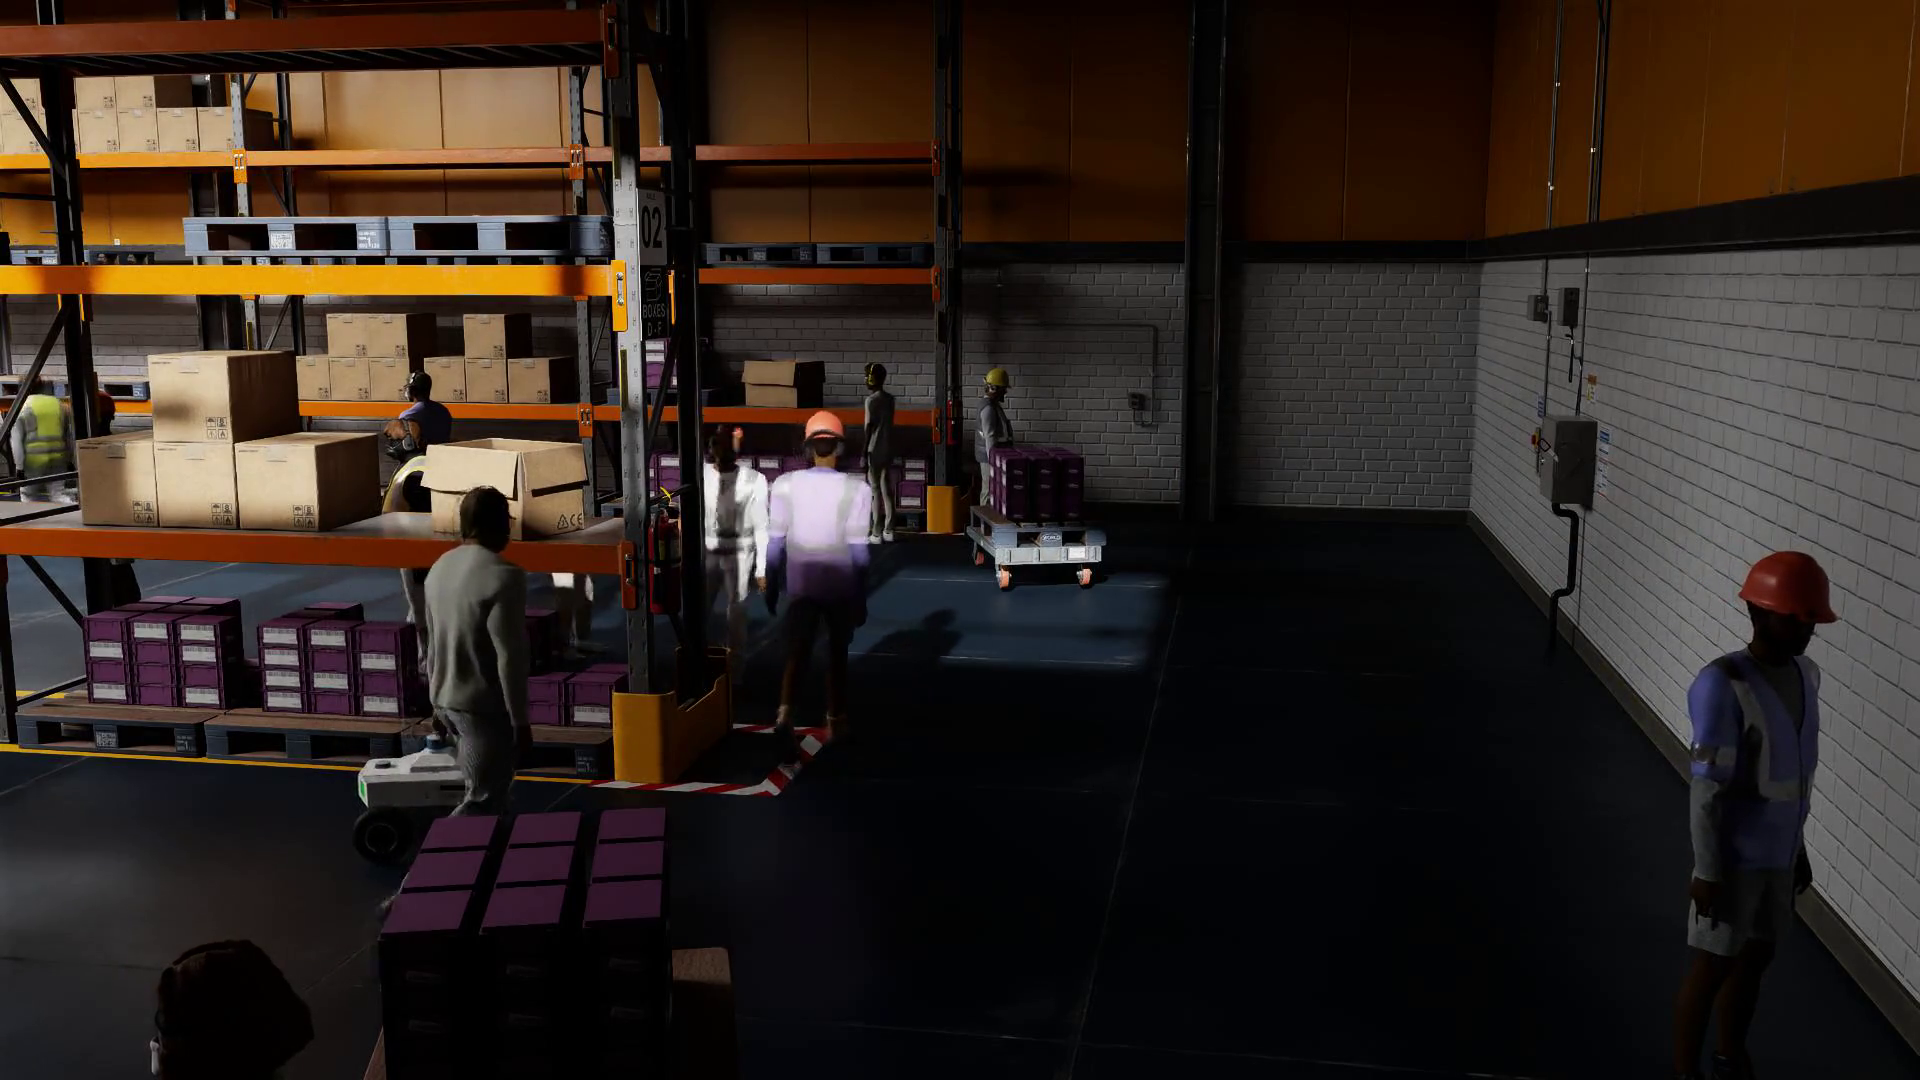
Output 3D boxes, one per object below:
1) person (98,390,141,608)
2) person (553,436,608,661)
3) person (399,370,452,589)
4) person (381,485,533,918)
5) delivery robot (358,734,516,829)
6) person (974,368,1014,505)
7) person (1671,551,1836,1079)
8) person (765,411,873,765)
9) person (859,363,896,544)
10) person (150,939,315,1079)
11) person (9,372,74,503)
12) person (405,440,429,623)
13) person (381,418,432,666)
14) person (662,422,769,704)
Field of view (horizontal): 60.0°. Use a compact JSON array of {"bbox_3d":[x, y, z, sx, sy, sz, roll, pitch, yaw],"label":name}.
[{"bbox_3d":[-6.319,-0.150,12.330,0.374,1.939,0.545,-9,13,-43],"label":"person"},{"bbox_3d":[-2.776,0.067,11.952,0.446,1.628,0.534,-1,9,-5],"label":"person"},{"bbox_3d":[-4.710,-0.522,14.637,0.372,1.940,0.632,3,10,16],"label":"person"},{"bbox_3d":[-2.127,0.728,7.038,0.661,1.900,0.790,8,12,40],"label":"person"},{"bbox_3d":[-2.520,1.182,8.056,0.707,0.478,0.477,-1,9,-8],"label":"delivery robot"},{"bbox_3d":[0.348,-0.829,16.906,0.403,1.822,0.589,0,9,-1],"label":"person"},{"bbox_3d":[2.550,0.984,5.305,0.551,1.933,0.376,-6,11,-31],"label":"person"},{"bbox_3d":[-0.836,0.275,9.517,0.661,2.005,0.915,2,9,11],"label":"person"},{"bbox_3d":[-0.850,-0.885,17.132,0.325,1.862,0.534,5,10,29],"label":"person"},{"bbox_3d":[-1.279,1.505,3.005,0.277,1.633,0.507,-6,11,-32],"label":"person"},{"bbox_3d":[-9.151,-0.786,16.704,0.784,1.806,0.664,4,10,24],"label":"person"},{"bbox_3d":[-3.915,0.054,12.138,0.873,1.579,0.523,3,10,19],"label":"person"},{"bbox_3d":[-3.657,0.095,11.147,0.428,1.836,0.626,-3,10,-21],"label":"person"},{"bbox_3d":[-1.575,0.150,10.771,0.751,1.849,0.352,3,10,18],"label":"person"}]
